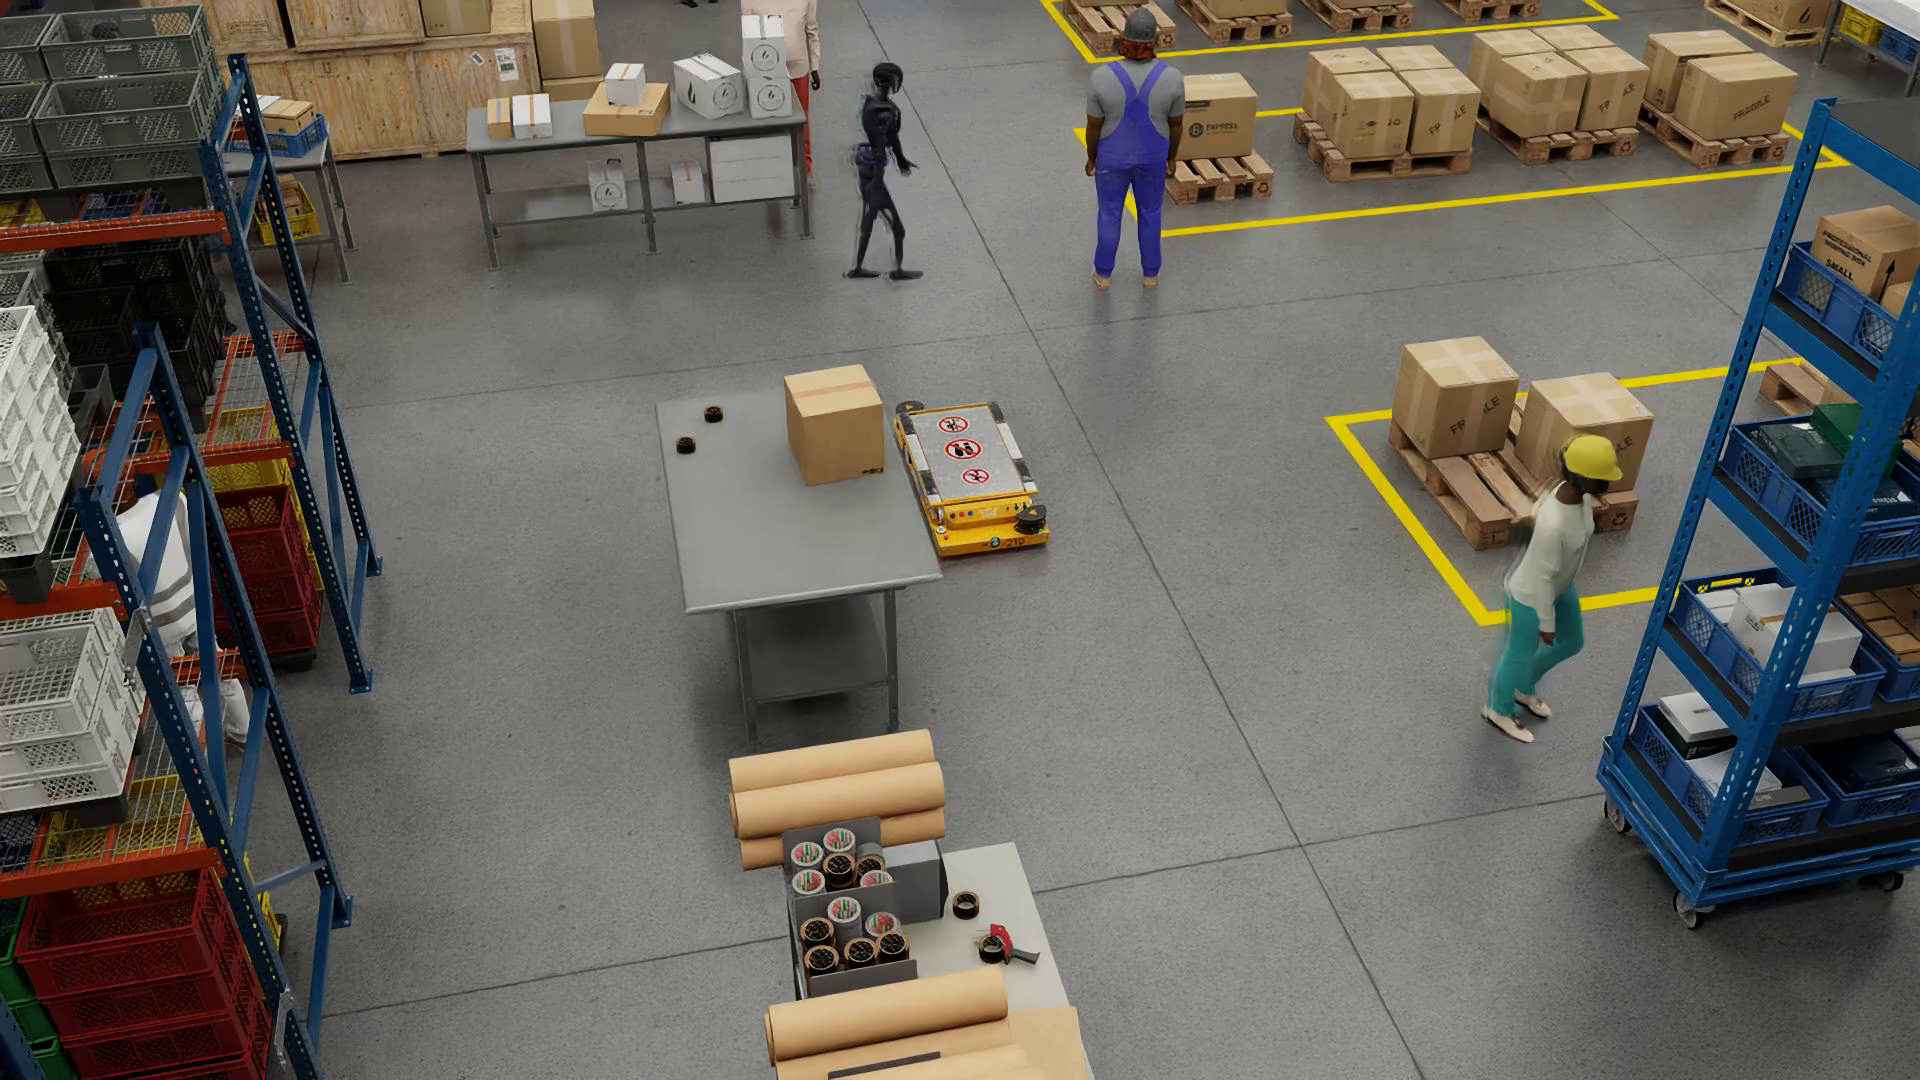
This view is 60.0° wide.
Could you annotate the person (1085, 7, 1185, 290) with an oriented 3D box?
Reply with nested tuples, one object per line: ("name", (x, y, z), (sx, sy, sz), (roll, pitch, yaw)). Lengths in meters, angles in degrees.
("person", (1.211, -2.760, 11.780), (0.685, 2.000, 0.536), (0, 37, 0))

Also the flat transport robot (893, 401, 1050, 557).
("flat transport robot", (0.046, -0.430, 10.108), (0.652, 0.197, 1.431), (-8, 37, -10))

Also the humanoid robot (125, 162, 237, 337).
("humanoid robot", (-5.258, -2.078, 11.158), (0.600, 1.653, 0.331), (5, 37, 7))

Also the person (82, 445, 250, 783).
("person", (-3.675, 0.375, 7.698), (0.355, 1.883, 0.573), (14, 39, 18))

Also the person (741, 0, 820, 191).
("person", (-1.393, -3.706, 13.090), (0.610, 1.994, 0.378), (-9, 37, -11))

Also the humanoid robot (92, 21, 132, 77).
("humanoid robot", (-6.183, -3.070, 12.489), (0.313, 1.657, 0.610), (-23, 43, -28))

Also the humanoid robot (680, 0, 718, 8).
("humanoid robot", (-2.733, -6.247, 16.757), (0.593, 1.657, 0.324), (-18, 40, -23))

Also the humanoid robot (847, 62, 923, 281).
("humanoid robot", (-0.543, -2.608, 11.892), (0.637, 1.634, 0.602), (-6, 37, -9))

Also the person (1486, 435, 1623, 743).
("person", (2.840, 0.259, 7.958), (0.384, 1.757, 0.542), (28, 45, 32))
